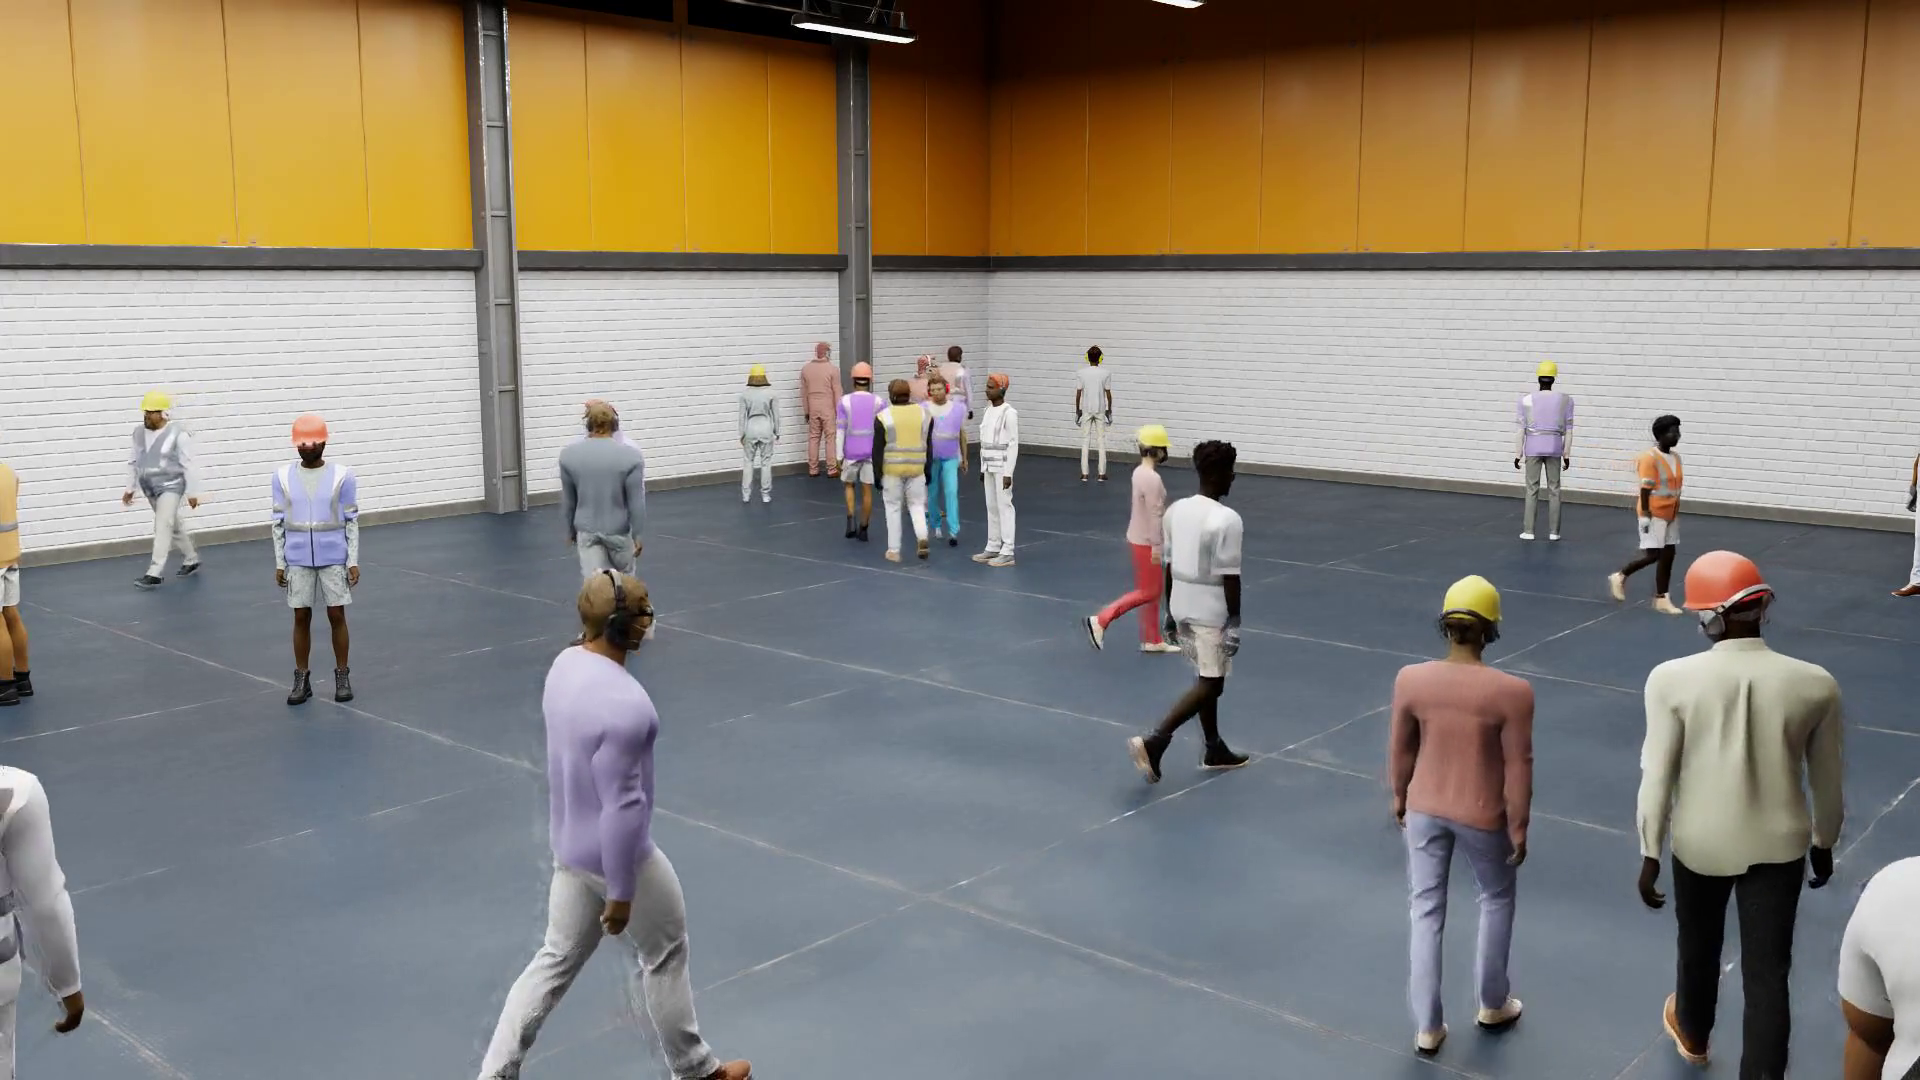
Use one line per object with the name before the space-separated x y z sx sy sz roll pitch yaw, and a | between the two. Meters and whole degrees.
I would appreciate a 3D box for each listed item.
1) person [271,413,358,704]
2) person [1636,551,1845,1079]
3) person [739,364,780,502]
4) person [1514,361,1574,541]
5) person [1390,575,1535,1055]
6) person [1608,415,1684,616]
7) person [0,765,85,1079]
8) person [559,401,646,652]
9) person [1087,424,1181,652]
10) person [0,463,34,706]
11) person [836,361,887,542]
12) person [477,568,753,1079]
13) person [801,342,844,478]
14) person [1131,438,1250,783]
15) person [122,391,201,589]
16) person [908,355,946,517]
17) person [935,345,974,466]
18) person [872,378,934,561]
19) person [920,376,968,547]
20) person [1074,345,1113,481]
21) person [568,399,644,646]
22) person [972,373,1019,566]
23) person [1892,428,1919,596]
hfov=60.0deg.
person | -4.262 0.123 11.016 0.542 1.936 0.364 -2 9 -13
person | 2.605 1.002 5.569 0.643 1.920 1.075 3 10 19
person | -2.505 -1.331 20.784 0.503 1.741 0.354 0 9 -3
person | 6.216 -0.945 17.743 0.589 1.928 0.385 2 9 12
person | 1.870 0.990 6.154 0.548 1.742 0.693 6 11 34
person | 5.810 -0.219 13.925 0.545 1.685 0.545 -6 11 -34
person | -2.694 1.192 4.473 0.616 1.876 0.499 -2 9 -11
person | -2.615 -0.073 12.328 0.633 1.915 0.721 0 9 -3
person | 1.312 0.009 12.341 0.656 1.745 0.522 0 9 -3
person | -6.399 0.133 10.947 0.362 1.935 0.553 -1 9 -6
person | -1.043 -0.935 17.713 0.557 1.916 0.412 -1 9 -6
person | -1.206 1.028 5.474 0.989 1.905 0.635 -7 11 -37
person | -1.914 -1.806 23.287 0.703 1.903 0.403 5 10 28
person | 1.307 0.401 9.275 0.835 1.943 0.608 -5 10 -29
person | -7.333 -0.480 15.297 0.596 1.789 0.922 3 10 21
person | -0.388 -1.221 19.546 0.405 1.906 0.653 -6 11 -34
person | -0.118 -1.943 24.377 0.639 1.821 0.851 6 11 35
person | -0.559 -0.673 16.340 0.644 1.828 0.582 -4 10 -21
person | -0.192 -0.838 17.526 0.584 1.778 0.997 -1 9 -6
person | 1.847 -1.744 22.945 0.532 1.871 0.321 1 9 7
person | -2.714 -0.118 12.620 0.652 1.906 0.404 4 10 22
person | 0.361 -0.689 16.278 0.354 1.884 0.576 -5 10 -28
person | 8.476 -0.397 14.469 0.328 1.877 0.514 -3 10 -20
